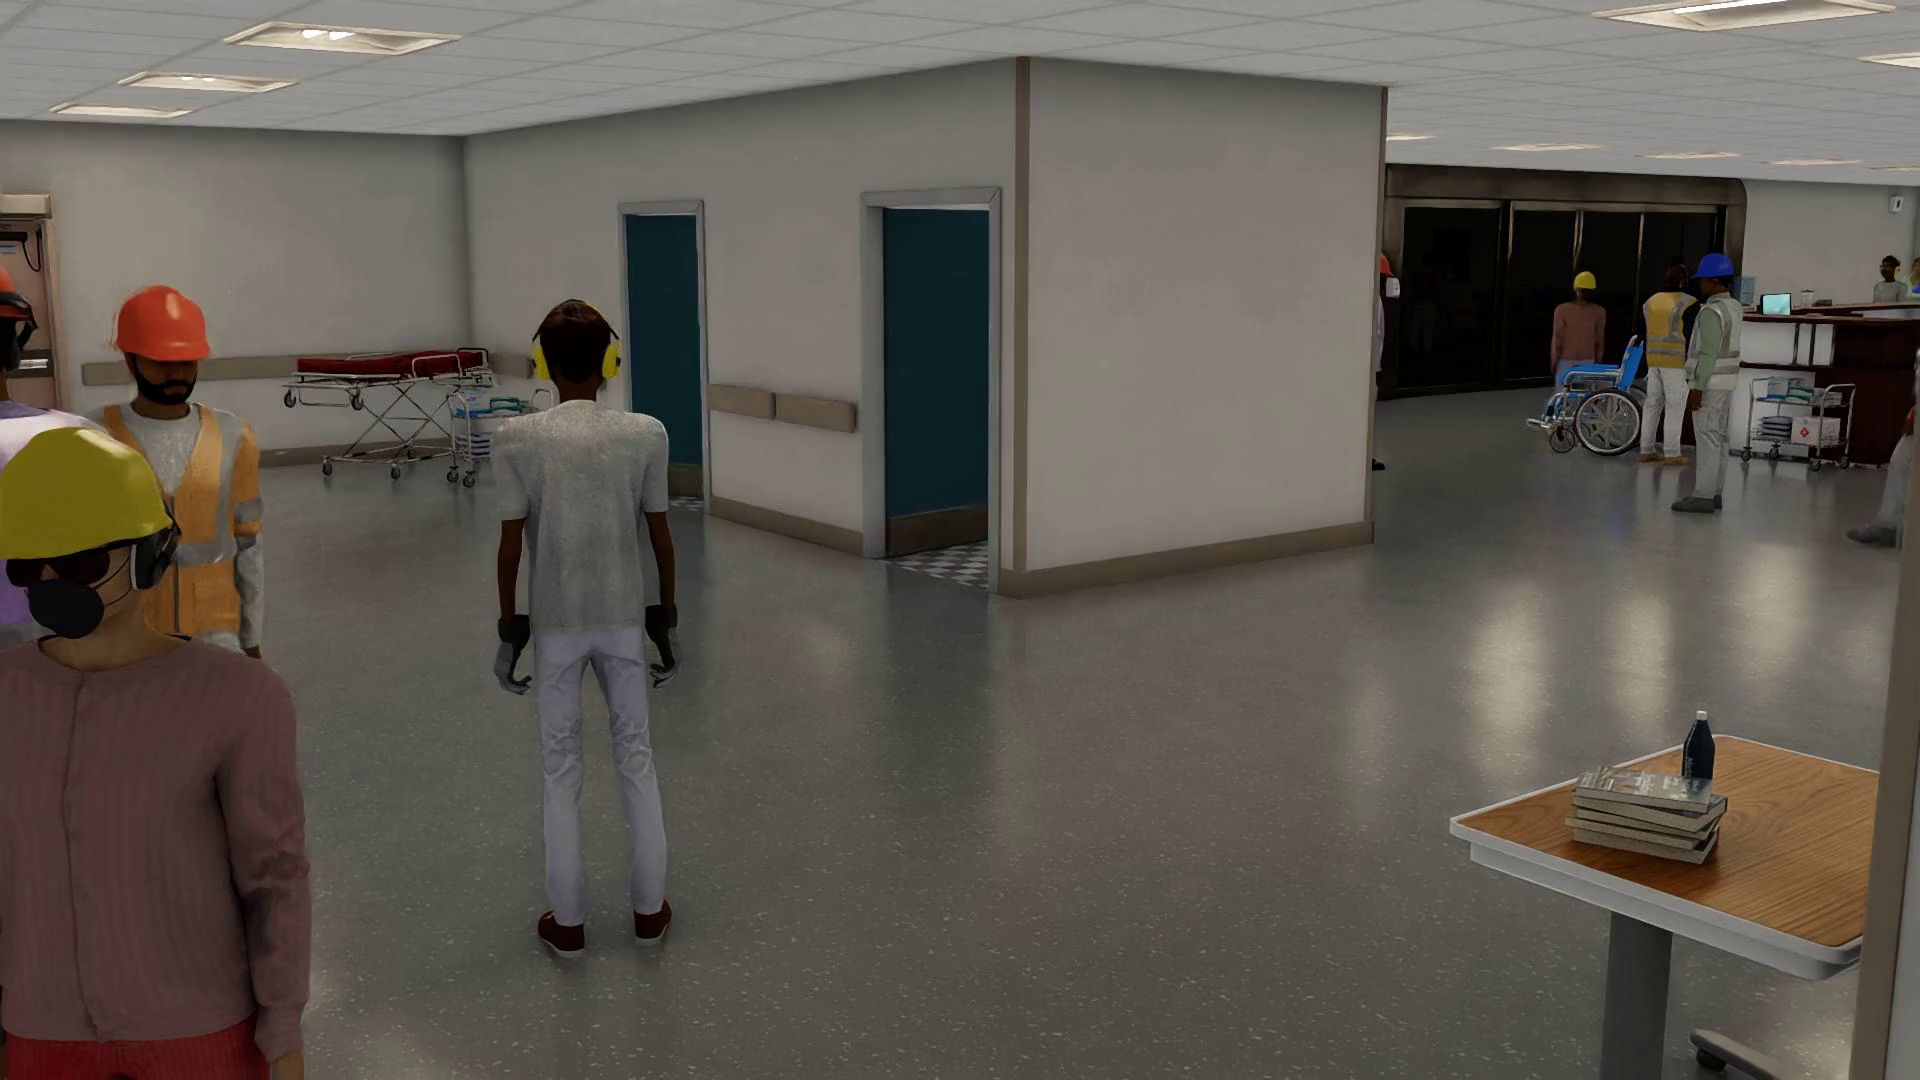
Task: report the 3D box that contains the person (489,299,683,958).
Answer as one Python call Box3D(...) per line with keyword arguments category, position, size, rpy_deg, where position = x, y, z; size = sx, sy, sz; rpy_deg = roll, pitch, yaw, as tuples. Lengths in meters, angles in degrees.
Box3D(category="person", position=(-1.058, 0.257, 4.737), size=(0.532, 1.865, 0.310), rpy_deg=(-4, 11, -19))

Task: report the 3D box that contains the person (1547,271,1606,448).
Box3D(category="person", position=(6.153, -1.811, 16.634), size=(0.535, 1.751, 0.507), rpy_deg=(1, 10, 4))

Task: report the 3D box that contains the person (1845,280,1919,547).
Box3D(category="person", position=(6.219, -0.839, 10.779), size=(0.846, 1.903, 0.599), rpy_deg=(3, 11, 18))

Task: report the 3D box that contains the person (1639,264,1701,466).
Box3D(category="person", position=(6.506, -1.594, 15.213), size=(0.430, 1.835, 0.619), rpy_deg=(-4, 11, -20))

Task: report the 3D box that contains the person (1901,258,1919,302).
Box3D(category="person", position=(14.858, -3.467, 25.808), size=(0.658, 1.807, 0.578), rpy_deg=(-4, 11, -23))

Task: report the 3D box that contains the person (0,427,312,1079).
Box3D(category="person", position=(-1.223, 0.713, 2.458), size=(0.524, 1.769, 0.314), rpy_deg=(-1, 10, -3))

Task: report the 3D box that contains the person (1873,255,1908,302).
Box3D(category="person", position=(11.405, -2.569, 20.546), size=(0.328, 1.876, 0.514), rpy_deg=(-3, 11, -19))

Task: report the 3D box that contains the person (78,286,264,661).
Box3D(category="person", position=(-2.234, 0.239, 4.714), size=(0.557, 1.908, 0.764), rpy_deg=(-8, 13, -37))

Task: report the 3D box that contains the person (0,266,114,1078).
Box3D(category="person", position=(-1.980, 0.409, 3.437), size=(0.410, 2.032, 0.609), rpy_deg=(3, 11, 18))

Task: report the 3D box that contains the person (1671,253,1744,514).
Box3D(category="person", position=(5.648, -1.172, 12.511), size=(0.386, 1.948, 0.604), rpy_deg=(8, 13, 38))
